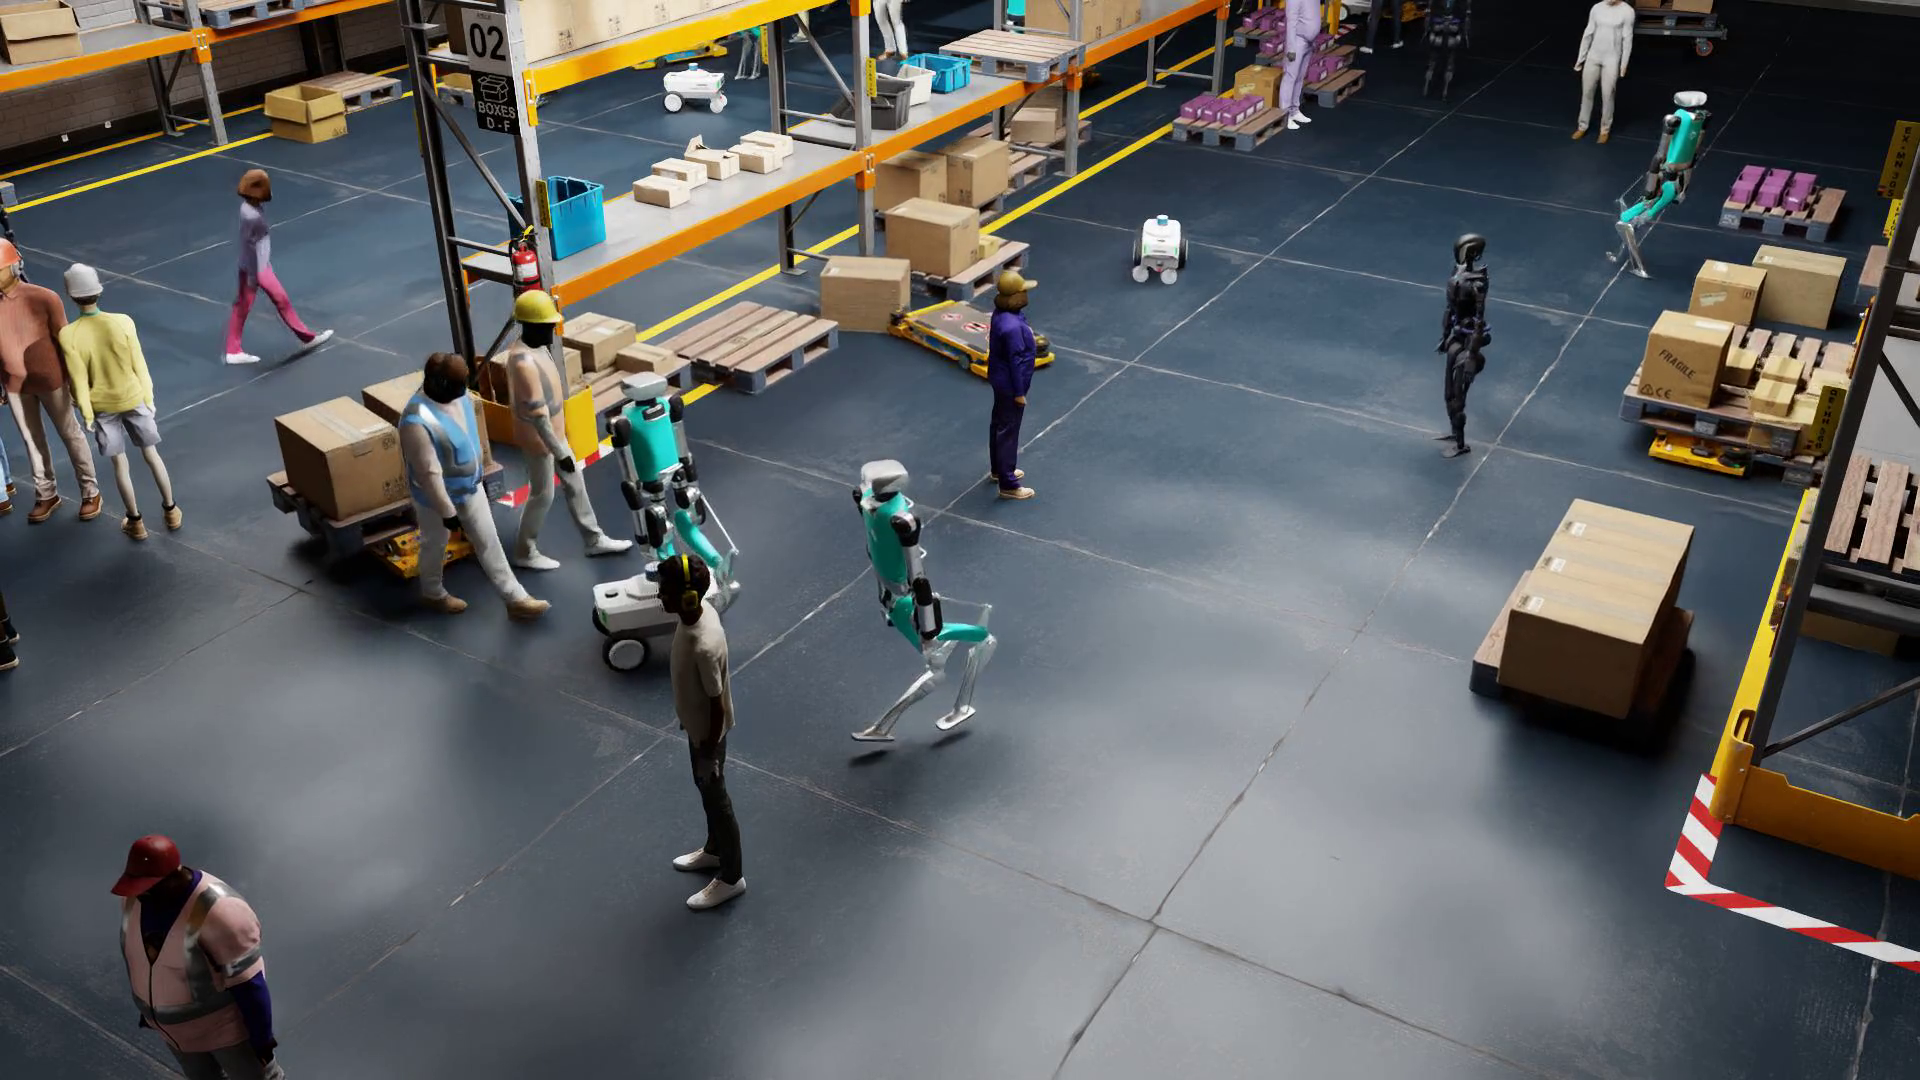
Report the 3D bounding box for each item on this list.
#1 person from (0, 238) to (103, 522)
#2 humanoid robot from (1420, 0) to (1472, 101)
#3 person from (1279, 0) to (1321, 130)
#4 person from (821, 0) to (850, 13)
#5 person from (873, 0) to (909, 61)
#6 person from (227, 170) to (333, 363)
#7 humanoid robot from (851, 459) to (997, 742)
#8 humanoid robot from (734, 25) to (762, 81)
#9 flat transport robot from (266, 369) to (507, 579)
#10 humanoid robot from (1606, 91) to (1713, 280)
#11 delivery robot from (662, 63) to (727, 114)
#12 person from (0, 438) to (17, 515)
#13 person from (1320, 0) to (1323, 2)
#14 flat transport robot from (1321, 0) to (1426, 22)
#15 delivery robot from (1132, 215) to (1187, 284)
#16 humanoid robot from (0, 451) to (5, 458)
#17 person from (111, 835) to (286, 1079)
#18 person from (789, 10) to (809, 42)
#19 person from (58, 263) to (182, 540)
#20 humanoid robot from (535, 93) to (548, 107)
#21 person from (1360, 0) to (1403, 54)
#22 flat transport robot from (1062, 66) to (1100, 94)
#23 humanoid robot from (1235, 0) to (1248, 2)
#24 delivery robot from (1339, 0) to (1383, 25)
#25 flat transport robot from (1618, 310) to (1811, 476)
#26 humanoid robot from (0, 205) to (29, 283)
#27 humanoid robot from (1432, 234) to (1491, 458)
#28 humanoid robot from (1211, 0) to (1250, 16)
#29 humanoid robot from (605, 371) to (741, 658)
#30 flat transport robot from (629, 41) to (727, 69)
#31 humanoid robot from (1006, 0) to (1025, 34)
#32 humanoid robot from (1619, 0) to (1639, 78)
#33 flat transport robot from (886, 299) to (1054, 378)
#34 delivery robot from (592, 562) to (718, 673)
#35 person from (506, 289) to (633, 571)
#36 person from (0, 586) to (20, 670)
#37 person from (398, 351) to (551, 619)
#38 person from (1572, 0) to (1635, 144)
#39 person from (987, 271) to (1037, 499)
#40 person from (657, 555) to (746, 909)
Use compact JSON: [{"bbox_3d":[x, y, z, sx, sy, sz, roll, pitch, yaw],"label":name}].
[{"bbox_3d":[-6.160,-1.058,11.062,0.610,1.995,0.375,-2,30,-3],"label":"person"},{"bbox_3d":[6.038,-6.306,20.667,0.602,1.651,0.320,11,31,19],"label":"humanoid robot"},{"bbox_3d":[4.038,-5.848,19.629,0.404,1.904,0.641,19,35,30],"label":"person"},{"bbox_3d":[-1.885,-9.083,25.359,0.506,1.902,1.020,8,31,14],"label":"person"},{"bbox_3d":[-0.932,-7.410,22.400,0.739,1.907,0.362,18,34,29],"label":"person"},{"bbox_3d":[-5.701,-2.223,13.542,0.878,1.561,0.496,-16,33,-26],"label":"person"},{"bbox_3d":[-0.169,0.332,8.856,0.952,1.740,0.561,-17,34,-28],"label":"humanoid robot"},{"bbox_3d":[-2.786,-6.832,21.523,0.555,1.747,0.842,25,38,36],"label":"humanoid robot"},{"bbox_3d":[-3.827,-0.173,11.247,0.659,0.231,1.431,-26,38,-38],"label":"flat transport robot"},{"bbox_3d":[6.301,-3.263,15.309,0.547,1.855,0.837,-15,33,-24],"label":"humanoid robot"},{"bbox_3d":[-3.279,-5.568,20.496,0.782,0.589,0.499,2,30,4],"label":"delivery robot"},{"bbox_3d":[-6.746,-1.100,11.134,0.371,1.995,0.621,-10,31,-16],"label":"person"},{"bbox_3d":[5.743,-9.188,25.598,0.625,1.844,0.429,18,34,29],"label":"person"},{"bbox_3d":[6.293,-8.119,25.304,1.431,0.231,0.659,23,37,34],"label":"flat transport robot"},{"bbox_3d":[1.867,-2.734,15.465,0.500,0.573,0.744,4,30,6],"label":"delivery robot"},{"bbox_3d":[-6.418,-0.577,10.539,0.501,1.645,0.602,18,34,28],"label":"humanoid robot"},{"bbox_3d":[-2.843,1.797,6.269,0.598,1.746,0.418,10,31,16],"label":"person"},{"bbox_3d":[-2.320,-7.949,23.494,0.341,1.748,0.572,1,29,2],"label":"person"},{"bbox_3d":[-5.501,-0.887,10.865,0.471,1.892,0.389,-20,35,-31],"label":"person"},{"bbox_3d":[-5.238,-6.090,20.334,0.549,1.900,0.775,13,32,21],"label":"humanoid robot"},{"bbox_3d":[5.915,-7.664,22.952,0.536,1.802,0.694,9,31,16],"label":"person"},{"bbox_3d":[1.192,-5.901,21.381,0.659,0.231,1.431,17,33,27],"label":"flat transport robot"},{"bbox_3d":[4.417,-9.250,25.870,0.359,1.645,0.589,-23,37,-35],"label":"humanoid robot"},{"bbox_3d":[5.956,-8.003,24.811,0.769,0.598,0.521,16,33,26],"label":"delivery robot"},{"bbox_3d":[5.684,-0.895,12.525,0.659,0.231,1.431,17,34,27],"label":"flat transport robot"},{"bbox_3d":[-7.838,-2.162,13.398,0.767,1.640,0.603,25,38,36],"label":"humanoid robot"},{"bbox_3d":[3.652,-1.415,12.019,0.379,1.651,0.611,-3,30,-5],"label":"humanoid robot"},{"bbox_3d":[4.203,-8.753,24.968,0.933,1.764,0.537,-17,34,-28],"label":"humanoid robot"},{"bbox_3d":[-1.549,-0.043,9.566,0.834,1.795,0.543,19,35,30],"label":"humanoid robot"},{"bbox_3d":[-3.978,-6.689,22.774,1.431,0.231,0.659,-21,36,-33],"label":"flat transport robot"},{"bbox_3d":[0.824,-6.322,20.677,0.532,1.796,0.930,10,31,18],"label":"humanoid robot"},{"bbox_3d":[8.679,-6.924,21.815,0.601,1.628,0.792,-23,37,-35],"label":"humanoid robot"},{"bbox_3d":[0.070,-1.707,13.962,0.659,0.231,1.431,-23,37,-34],"label":"flat transport robot"},{"bbox_3d":[-1.805,0.412,9.914,0.781,0.587,0.499,-9,31,-16],"label":"delivery robot"},{"bbox_3d":[-2.546,-0.672,10.481,0.681,1.896,0.612,-3,30,-5],"label":"person"},{"bbox_3d":[-5.790,-0.139,9.478,0.372,1.959,0.606,-13,32,-22],"label":"person"},{"bbox_3d":[-2.968,-0.296,9.917,0.914,1.782,0.643,10,31,16],"label":"person"},{"bbox_3d":[7.374,-5.523,19.077,0.580,1.885,0.381,23,37,34],"label":"person"},{"bbox_3d":[0.358,-1.073,11.460,0.322,1.624,0.450,-5,30,-9],"label":"person"},{"bbox_3d":[-1.218,0.886,7.749,0.328,1.871,0.512,-10,31,-16],"label":"person"}]
